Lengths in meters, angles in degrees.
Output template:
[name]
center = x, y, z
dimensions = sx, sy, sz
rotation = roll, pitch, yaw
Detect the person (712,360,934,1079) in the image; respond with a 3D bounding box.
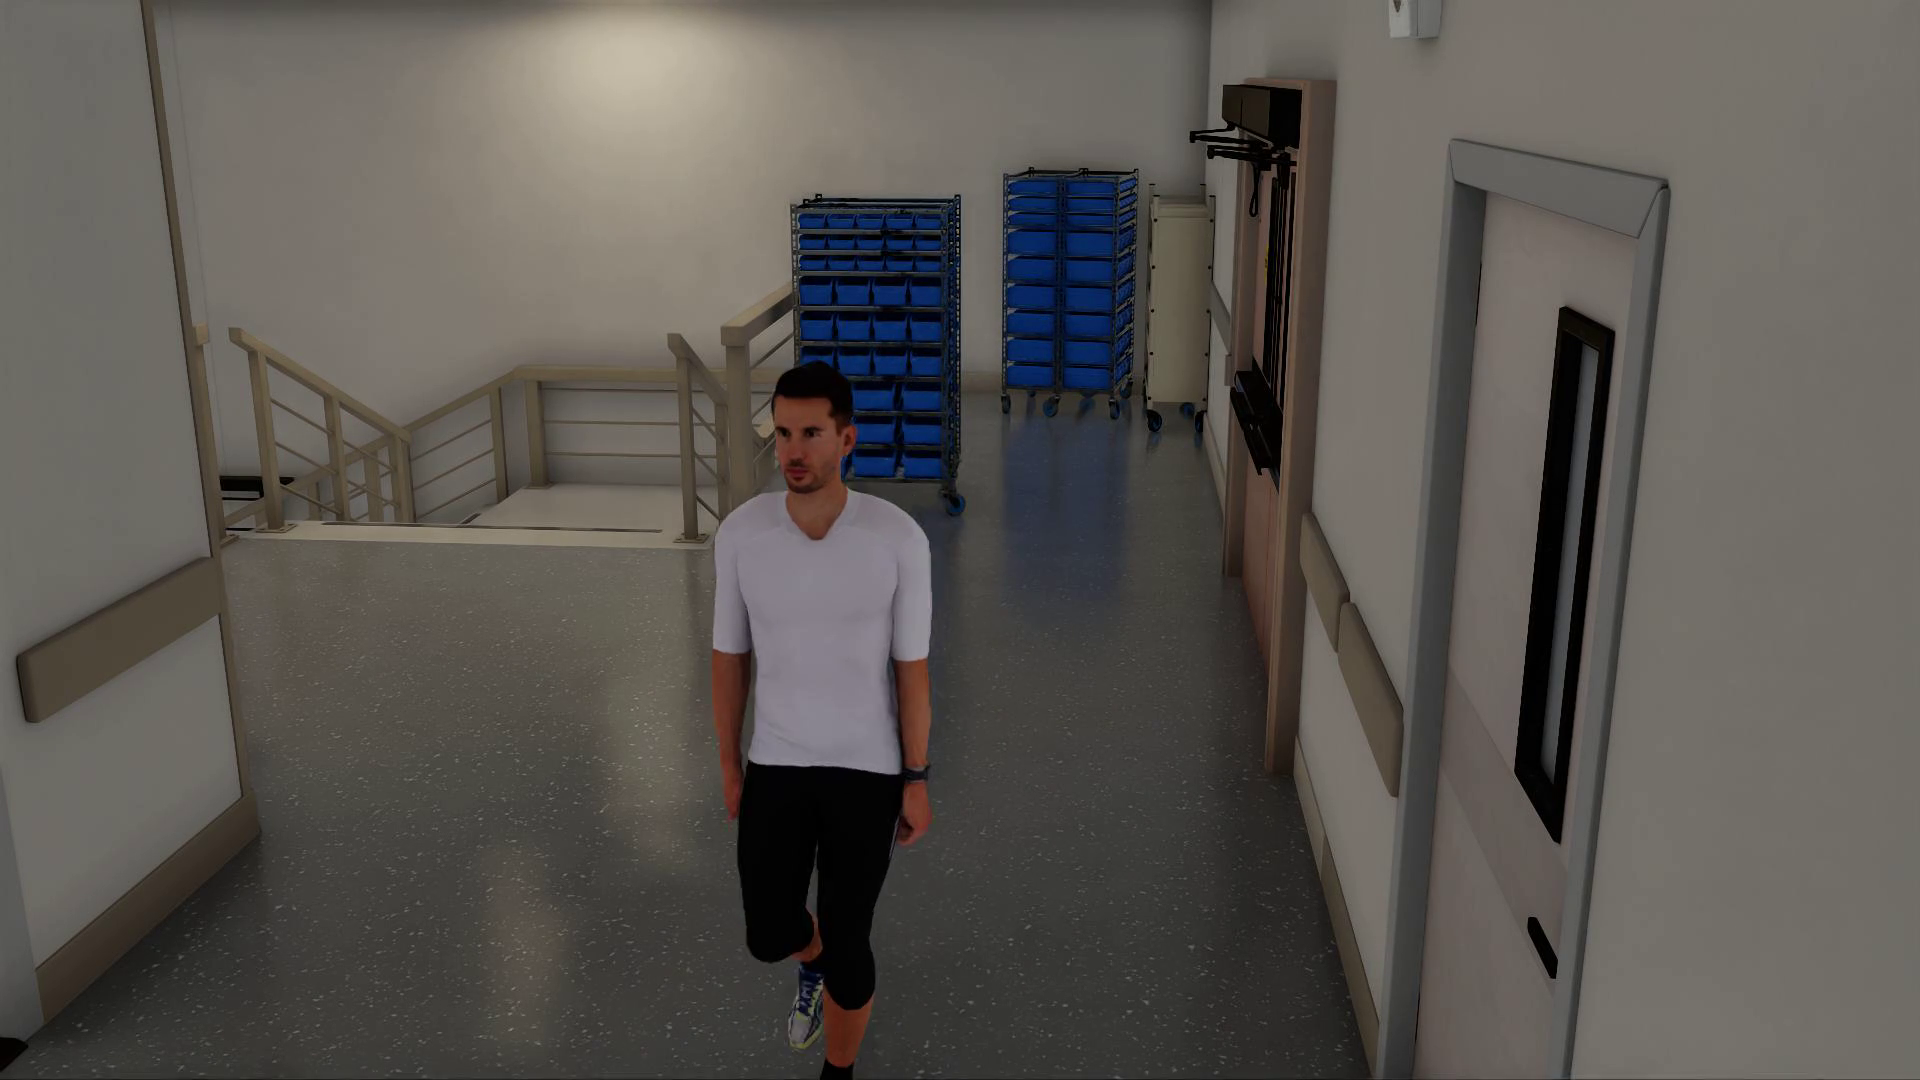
[person]
center = -0.292, 0.490, 3.860
dimensions = 0.657, 1.840, 0.830
rotation = 2, 16, 6
